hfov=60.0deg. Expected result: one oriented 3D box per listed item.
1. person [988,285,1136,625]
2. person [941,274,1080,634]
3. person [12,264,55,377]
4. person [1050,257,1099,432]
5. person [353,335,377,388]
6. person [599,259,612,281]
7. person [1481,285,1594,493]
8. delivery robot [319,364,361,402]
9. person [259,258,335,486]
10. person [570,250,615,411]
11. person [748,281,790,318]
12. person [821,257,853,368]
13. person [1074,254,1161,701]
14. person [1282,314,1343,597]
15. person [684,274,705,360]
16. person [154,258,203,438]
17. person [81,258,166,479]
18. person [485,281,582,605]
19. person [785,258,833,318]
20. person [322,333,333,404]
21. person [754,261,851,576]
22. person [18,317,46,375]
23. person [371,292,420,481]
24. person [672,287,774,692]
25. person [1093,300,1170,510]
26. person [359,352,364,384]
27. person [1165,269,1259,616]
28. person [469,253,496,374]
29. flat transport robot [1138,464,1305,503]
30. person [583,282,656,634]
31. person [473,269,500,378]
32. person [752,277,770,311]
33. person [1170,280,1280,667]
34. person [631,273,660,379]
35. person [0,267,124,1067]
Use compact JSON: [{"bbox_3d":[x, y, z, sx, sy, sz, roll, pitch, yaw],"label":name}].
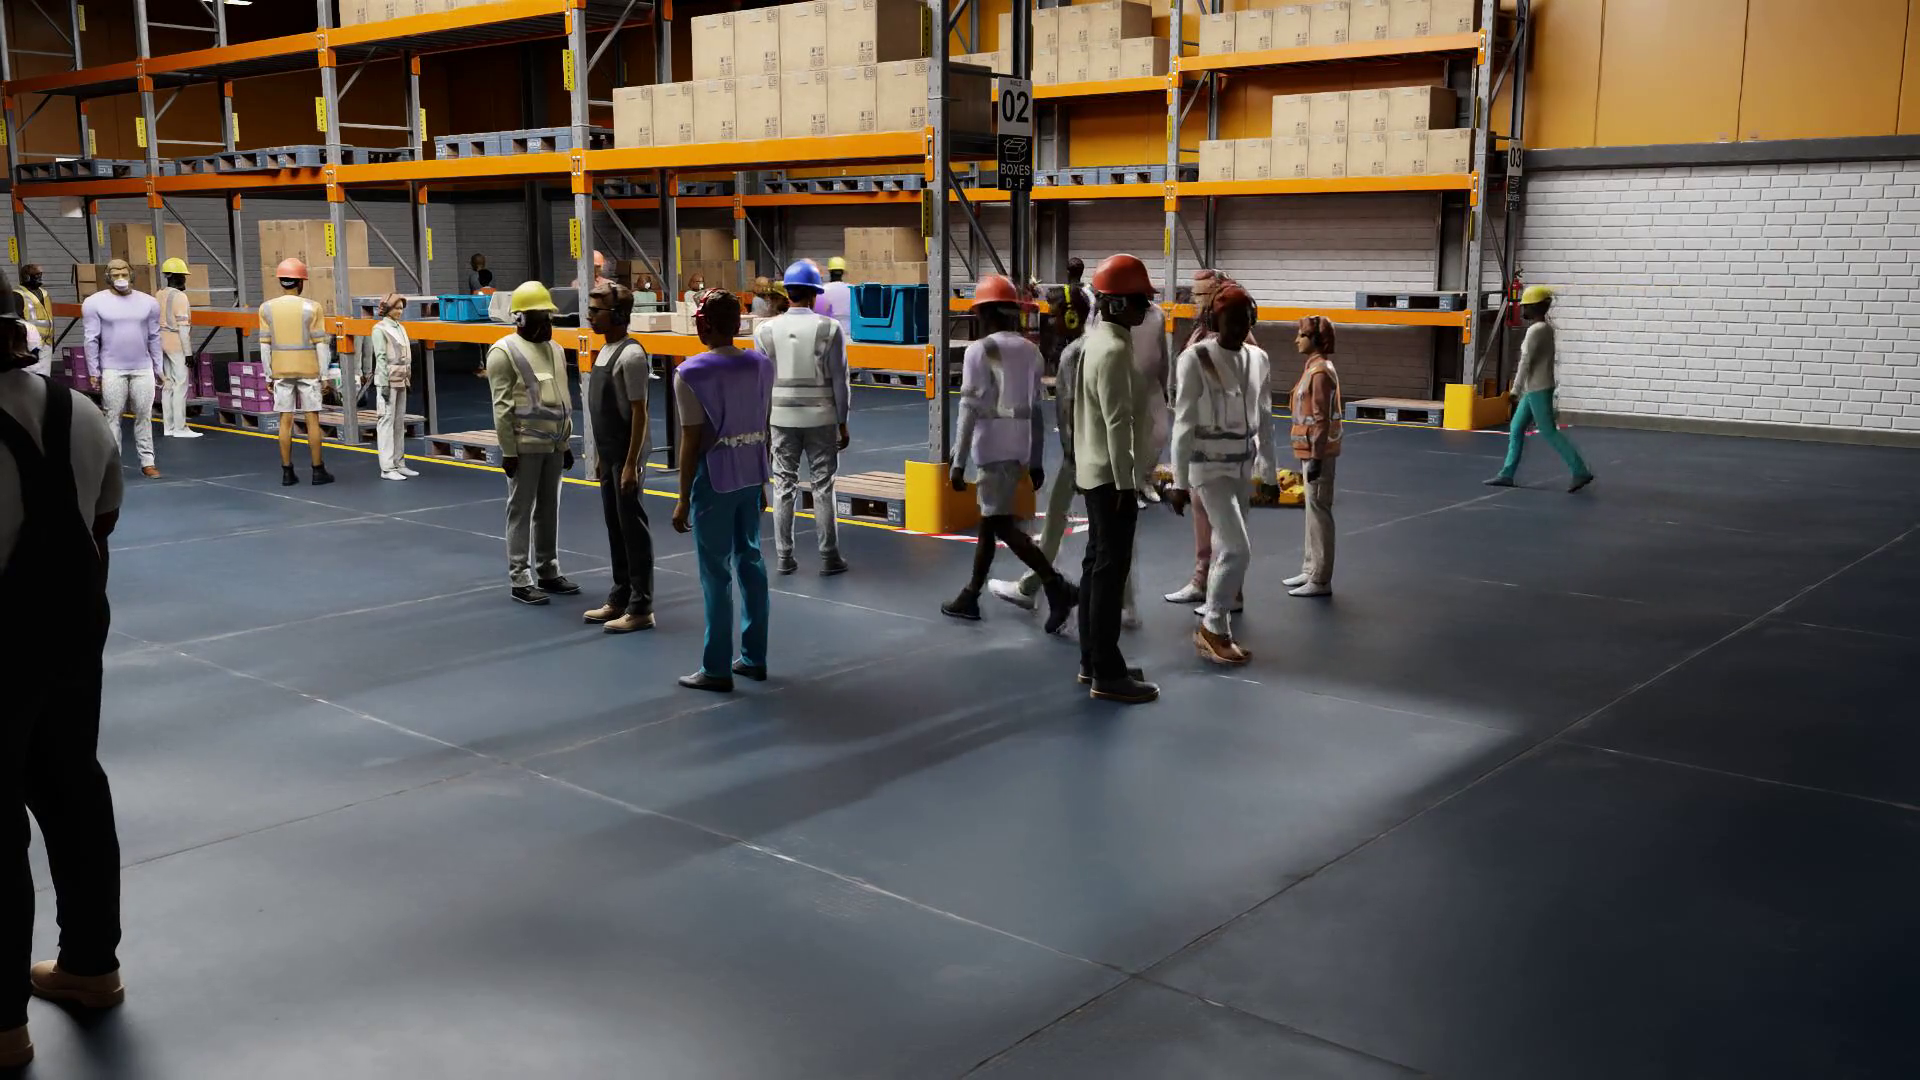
[{"bbox_3d":[0.594,-0.467,9.066,0.954,1.817,0.558,7,12,36],"label":"person"},{"bbox_3d":[0.282,-0.459,8.830,0.921,1.893,0.604,9,14,43],"label":"person"},{"bbox_3d":[-11.088,-2.384,19.965,0.430,1.836,0.618,2,10,10],"label":"person"},{"bbox_3d":[1.269,-2.121,18.206,0.587,1.918,0.387,-6,11,-29],"label":"person"},{"bbox_3d":[-8.590,-3.079,23.916,0.403,1.827,0.601,4,11,24],"label":"person"},{"bbox_3d":[-5.521,-3.324,25.206,0.671,1.864,0.748,-6,12,-31],"label":"person"},{"bbox_3d":[4.881,-1.262,13.872,0.890,1.721,0.514,5,11,28],"label":"person"},{"bbox_3d":[-7.919,-1.994,21.098,0.707,0.478,0.477,8,13,40],"label":"delivery robot"},{"bbox_3d":[-5.662,-1.429,14.209,0.549,1.936,0.377,-1,10,-3],"label":"person"},{"bbox_3d":[-4.566,-2.618,20.813,0.611,1.996,0.375,-5,11,-26],"label":"person"},{"bbox_3d":[-1.829,-1.555,15.548,0.674,1.720,0.333,-2,10,-14],"label":"person"},{"bbox_3d":[-1.564,-2.632,21.137,0.600,1.912,0.404,-5,11,-25],"label":"person"},{"bbox_3d":[0.701,-0.280,7.507,0.377,1.995,0.612,-1,10,-5],"label":"person"},{"bbox_3d":[2.068,-0.489,9.700,0.314,1.642,0.514,1,10,8],"label":"person"},{"bbox_3d":[-4.095,-3.320,25.867,0.277,1.629,0.497,7,12,35],"label":"person"},{"bbox_3d":[-8.369,-2.050,17.804,0.588,1.919,0.399,9,13,41],"label":"person"},{"bbox_3d":[-7.254,-1.476,14.473,0.635,1.937,0.353,-8,13,-40],"label":"person"},{"bbox_3d":[-2.425,-0.558,9.541,0.404,1.837,0.587,4,11,23],"label":"person"},{"bbox_3d":[-1.528,-1.903,16.953,0.562,1.920,0.543,-8,12,-37],"label":"person"},{"bbox_3d":[-8.329,-2.531,21.399,0.585,1.619,0.519,8,13,40],"label":"person"},{"bbox_3d":[-0.963,-0.739,10.282,0.602,1.939,0.401,2,10,11],"label":"person"},{"bbox_3d":[-6.589,-0.882,11.393,0.639,1.827,0.618,-6,12,-30],"label":"person"},{"bbox_3d":[-4.971,-1.347,14.592,0.311,1.639,0.513,1,10,4],"label":"person"},{"bbox_3d":[-1.071,-0.224,7.618,0.389,1.843,0.566,7,12,36],"label":"person"},{"bbox_3d":[1.352,-1.165,12.866,0.665,1.883,0.420,-5,11,-24],"label":"person"},{"bbox_3d":[-9.005,-3.277,24.883,0.340,1.882,0.586,-2,10,-13],"label":"person"},{"bbox_3d":[1.389,-0.540,9.237,0.399,1.908,0.643,-3,10,-15],"label":"person"},{"bbox_3d":[-7.677,-3.624,26.708,0.357,1.935,0.638,2,10,14],"label":"person"},{"bbox_3d":[2.099,-0.474,13.513,1.431,0.197,0.652,4,11,21],"label":"flat transport robot"},{"bbox_3d":[-1.808,-0.433,8.802,0.345,1.846,0.506,-6,12,-31],"label":"person"},{"bbox_3d":[-7.396,-3.385,26.027,0.317,1.700,0.535,6,12,32],"label":"person"},{"bbox_3d":[-2.697,-2.755,22.625,0.274,1.632,0.503,2,10,10],"label":"person"},{"bbox_3d":[1.311,-0.296,7.970,0.626,1.858,0.495,-8,13,-39],"label":"person"},{"bbox_3d":[-4.857,-3.292,25.673,0.282,1.636,0.500,8,13,38],"label":"person"},{"bbox_3d":[-2.463,0.282,4.176,0.537,2.000,0.682,2,10,14],"label":"person"}]
